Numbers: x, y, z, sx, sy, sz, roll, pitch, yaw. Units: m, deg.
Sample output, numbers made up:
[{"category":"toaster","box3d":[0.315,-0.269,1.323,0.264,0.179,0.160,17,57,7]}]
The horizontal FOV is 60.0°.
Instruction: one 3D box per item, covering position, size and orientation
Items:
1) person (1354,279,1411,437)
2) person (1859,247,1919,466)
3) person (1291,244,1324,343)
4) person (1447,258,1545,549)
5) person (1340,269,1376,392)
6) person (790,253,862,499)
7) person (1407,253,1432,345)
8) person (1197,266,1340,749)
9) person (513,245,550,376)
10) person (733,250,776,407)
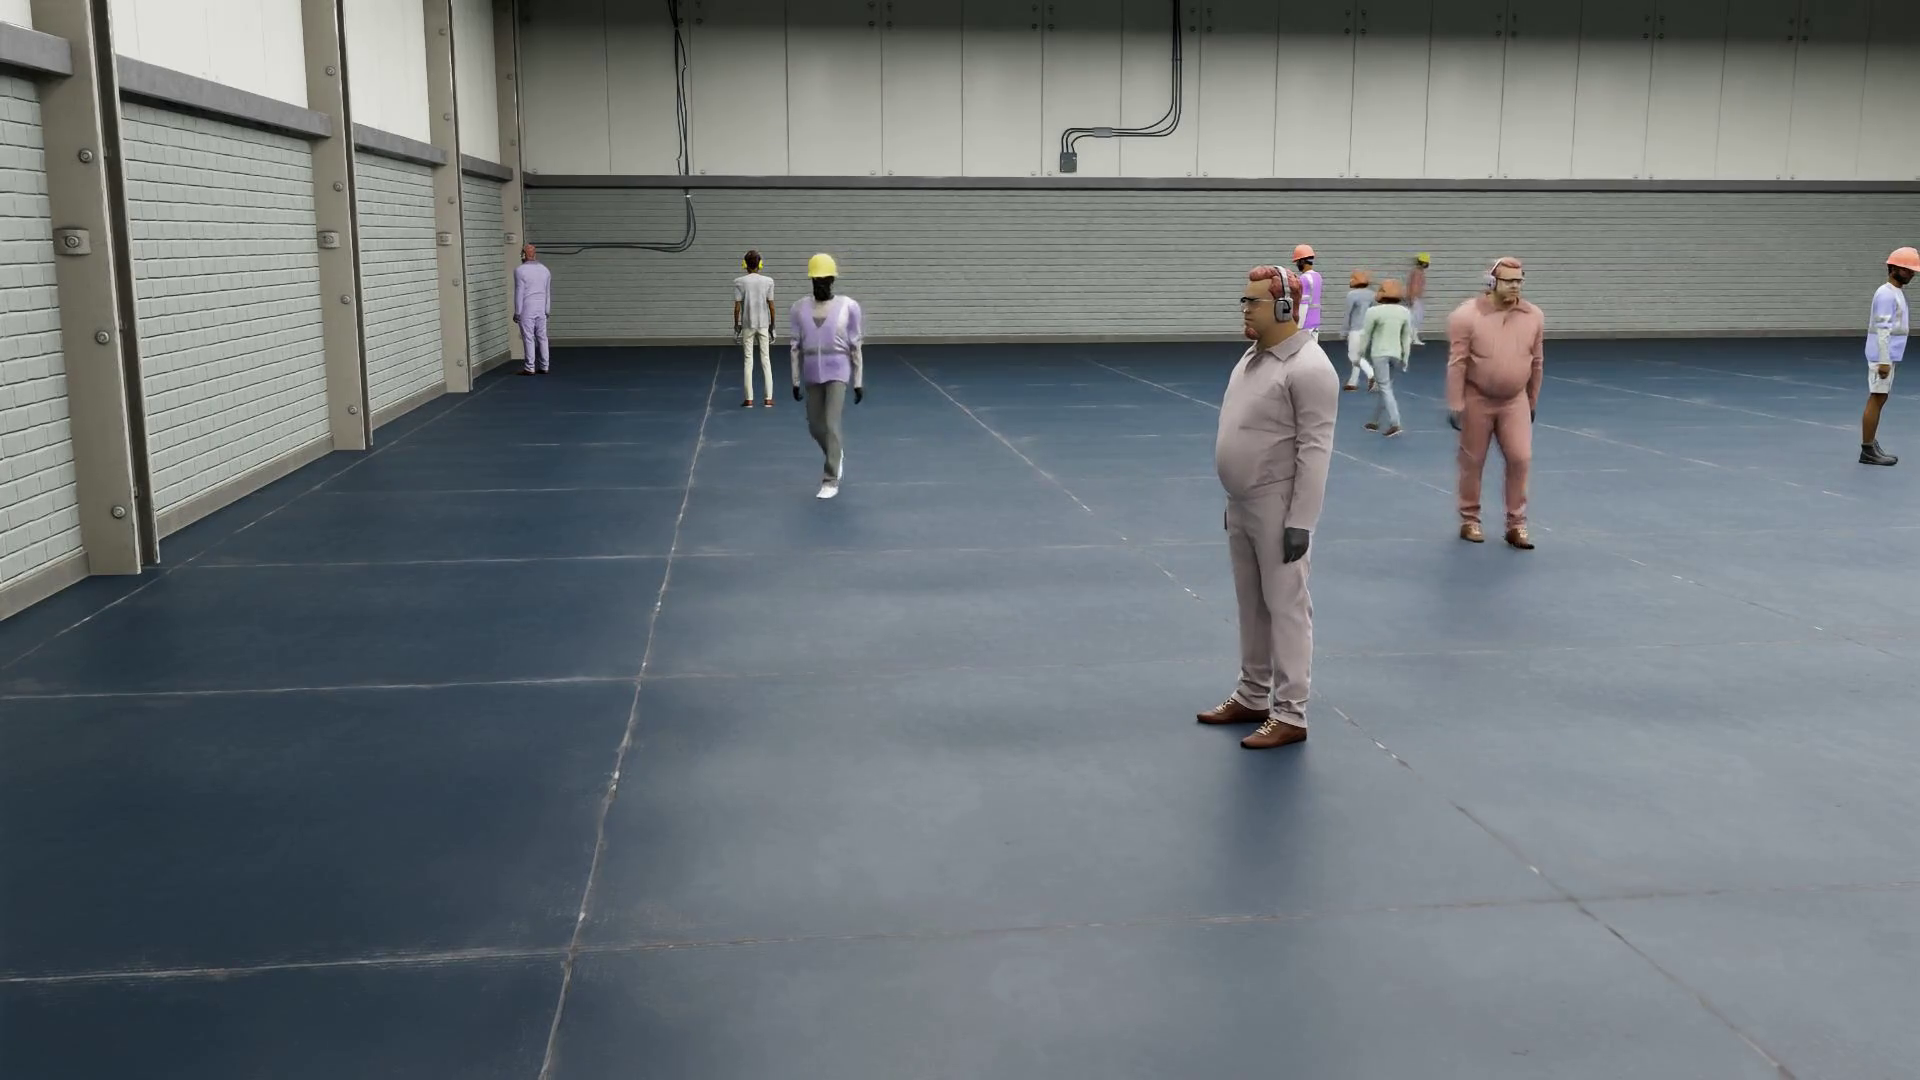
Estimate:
[{"category":"person","box3d":[4.367,-1.866,17.035,0.511,1.593,0.841,-4,11,-19]},{"category":"person","box3d":[8.291,-1.632,14.834,0.385,1.927,0.545,7,13,35]},{"category":"person","box3d":[4.169,-2.605,20.164,0.375,1.927,0.543,7,12,32]},{"category":"person","box3d":[3.503,-0.882,10.834,0.663,1.879,0.758,0,10,1]},{"category":"person","box3d":[5.248,-2.720,21.661,0.501,1.609,0.654,-9,14,-40]},{"category":"person","box3d":[-1.033,-1.305,13.129,0.591,1.906,0.750,3,11,17]},{"category":"person","box3d":[8.521,-4.519,31.203,0.577,1.738,0.531,5,12,26]},{"category":"person","box3d":[1.219,-0.130,6.651,0.407,1.910,0.638,-3,11,-17]},{"category":"person","box3d":[-6.299,-3.364,24.381,0.405,1.906,0.653,7,12,33]},{"category":"person","box3d":[-2.445,-2.504,19.800,0.514,1.861,0.329,-2,11,-12]}]
